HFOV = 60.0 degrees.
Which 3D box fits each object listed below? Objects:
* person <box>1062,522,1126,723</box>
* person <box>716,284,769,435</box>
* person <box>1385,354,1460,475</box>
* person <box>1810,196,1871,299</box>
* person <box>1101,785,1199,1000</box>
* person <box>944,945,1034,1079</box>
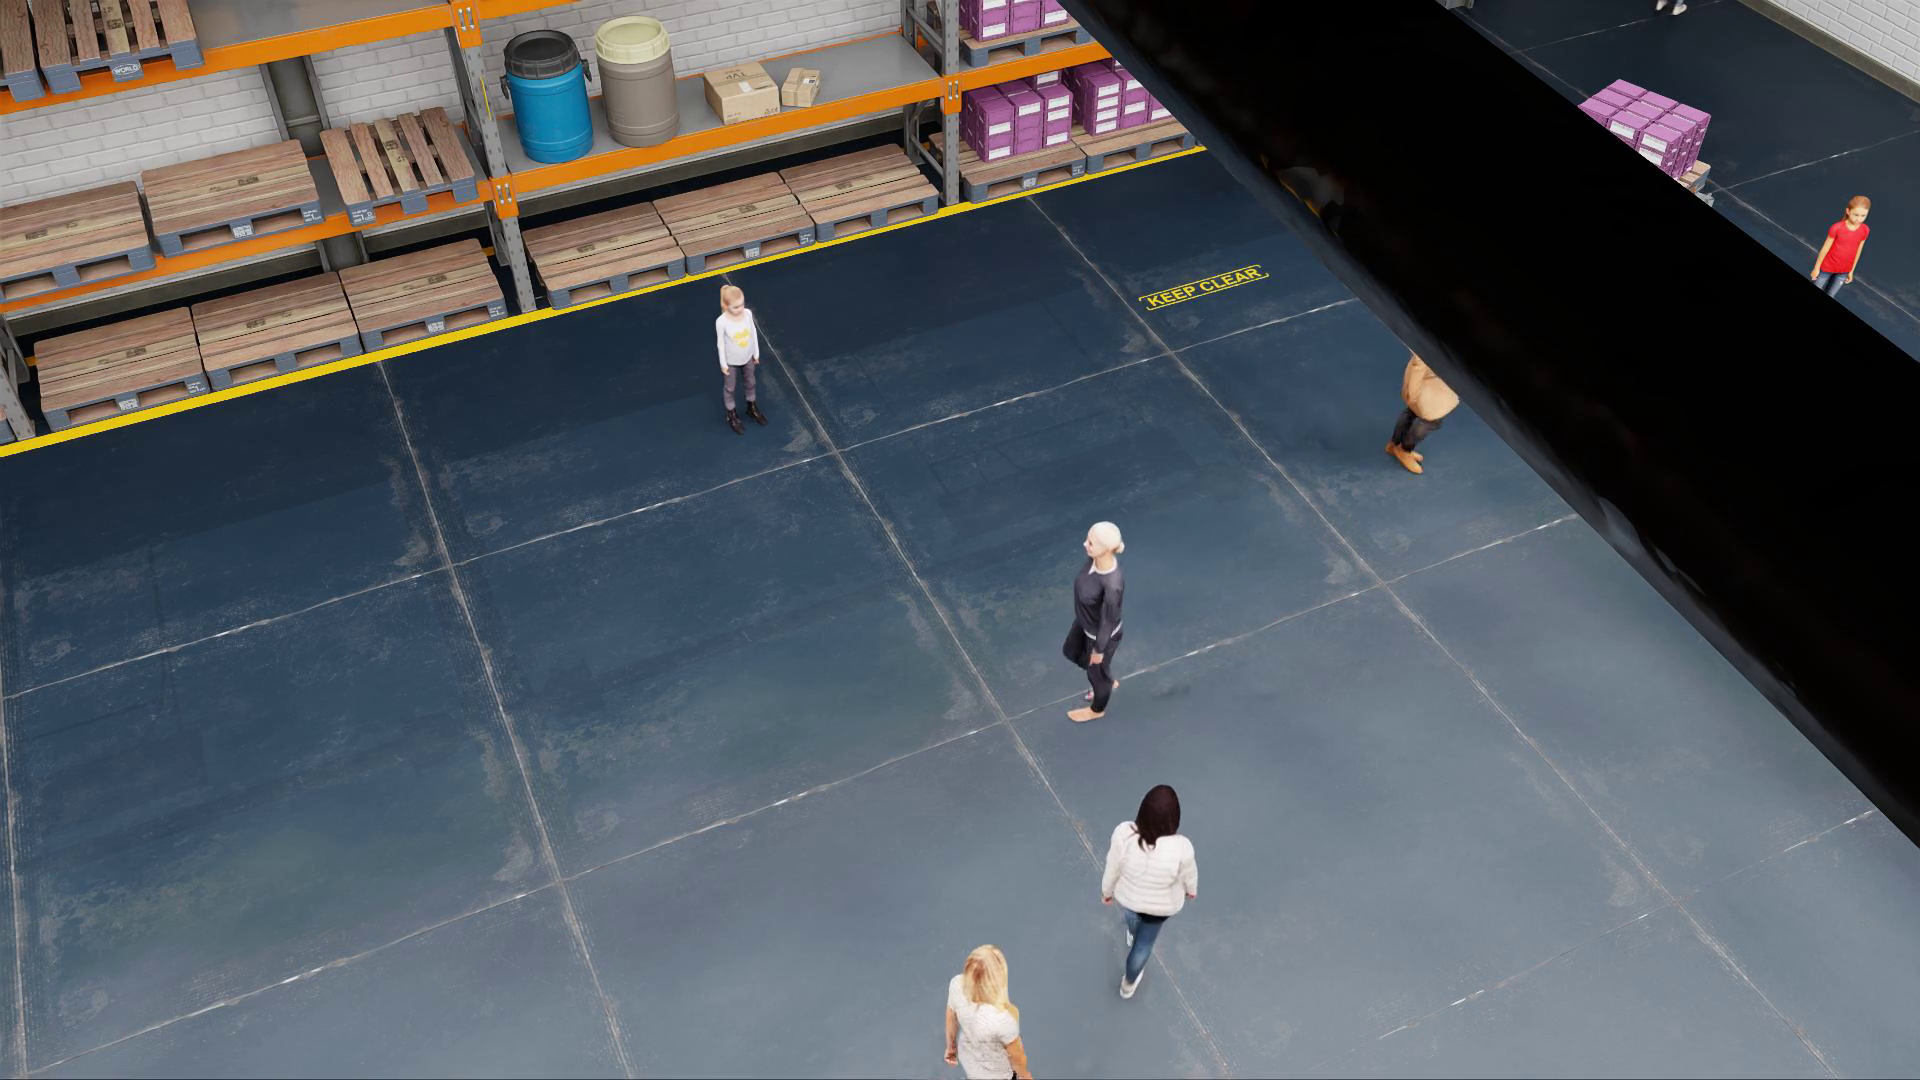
[{"bbox_3d":[0.943,0.509,10.424,0.696,1.719,0.708,-6,44,-6],"label":"person"},{"bbox_3d":[-1.709,-1.413,12.761,0.475,1.278,0.578,-25,49,-24],"label":"person"},{"bbox_3d":[3.367,-1.251,12.277,0.866,1.710,0.800,17,46,17],"label":"person"},{"bbox_3d":[7.145,-2.239,13.604,0.549,1.311,0.624,3,44,3],"label":"person"},{"bbox_3d":[0.988,1.949,8.986,0.893,1.618,0.962,17,46,17],"label":"person"},{"bbox_3d":[0.072,2.635,8.136,1.177,1.797,0.824,-33,52,-30],"label":"person"}]
